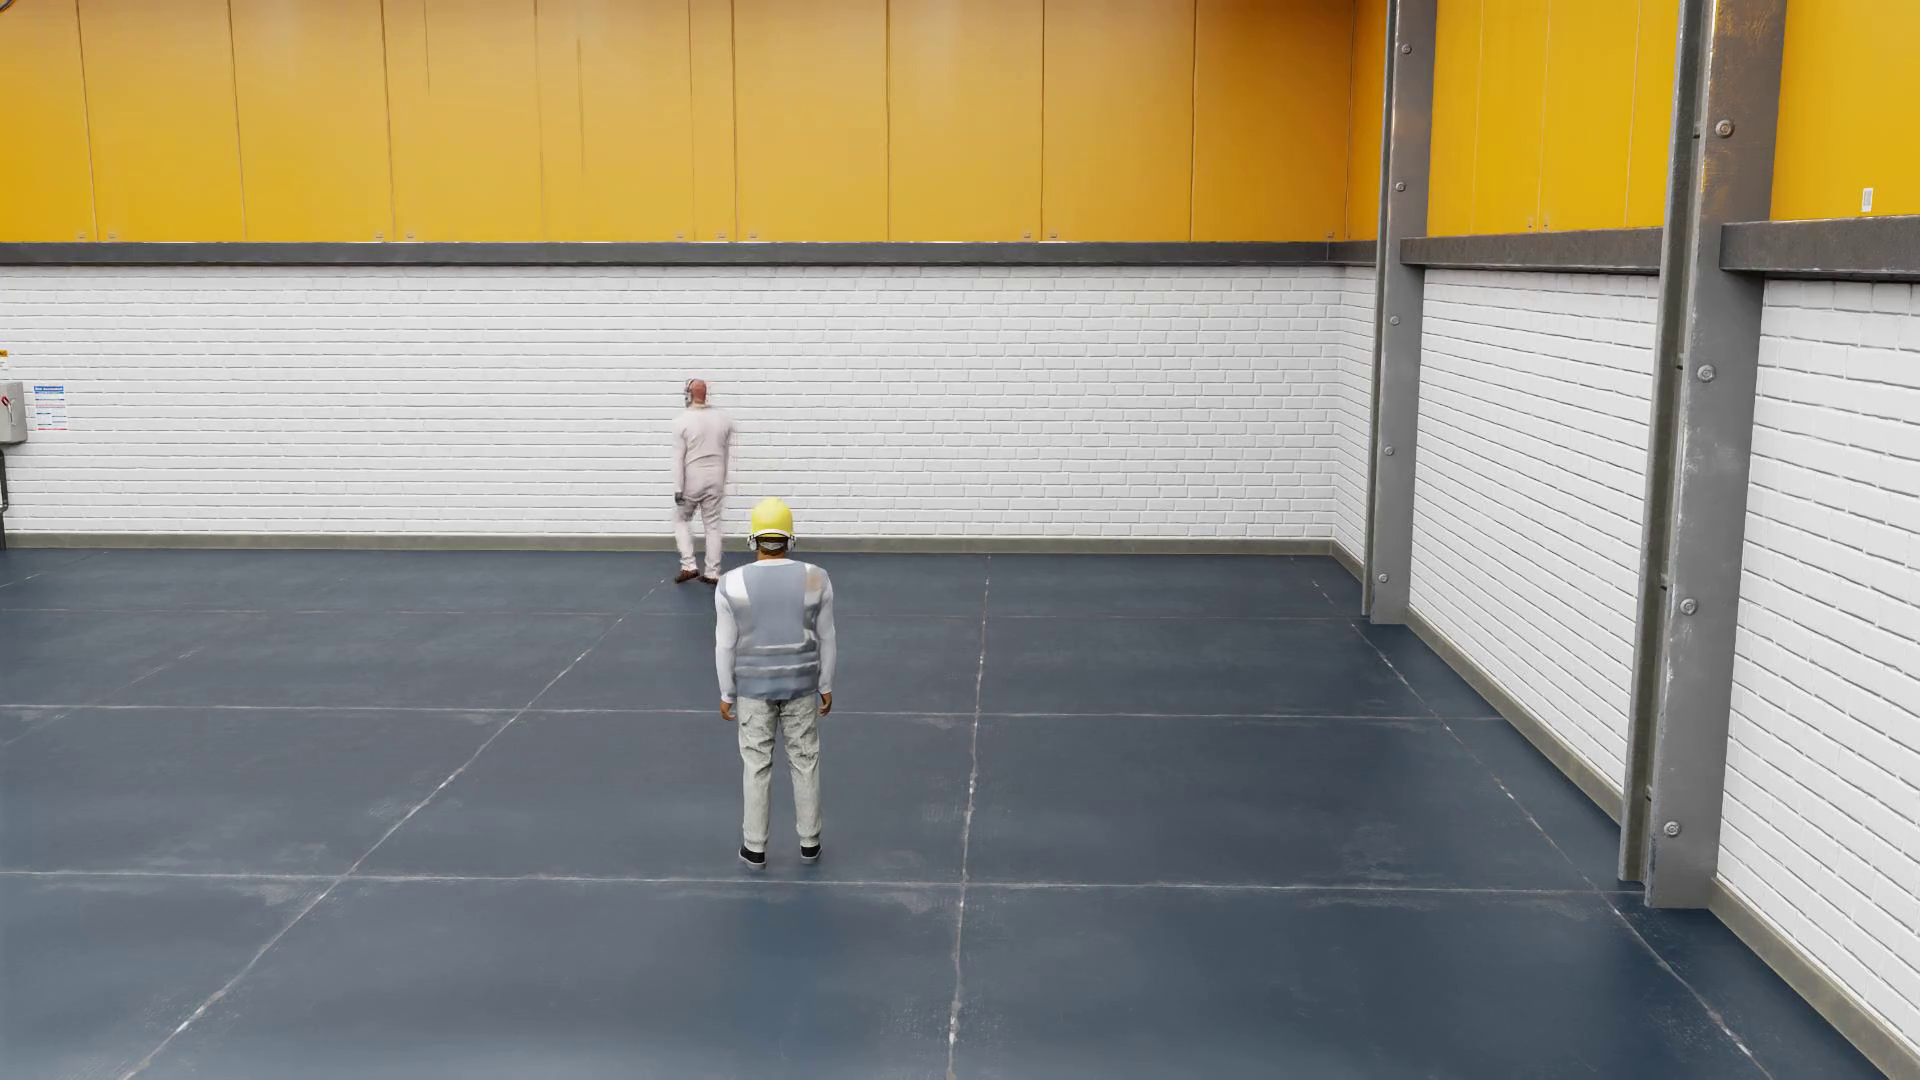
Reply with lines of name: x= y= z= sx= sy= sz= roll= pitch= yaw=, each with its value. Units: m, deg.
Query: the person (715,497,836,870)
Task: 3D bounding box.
person: x=-0.900 y=0.702 z=8.140 sx=0.588 sy=1.833 sz=0.404 roll=-3 pitch=10 yaw=-15

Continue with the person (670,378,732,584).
person: x=-2.398 y=-0.529 z=15.201 sx=0.646 sy=1.892 sz=0.499 roll=-8 pitch=12 yaw=-38
